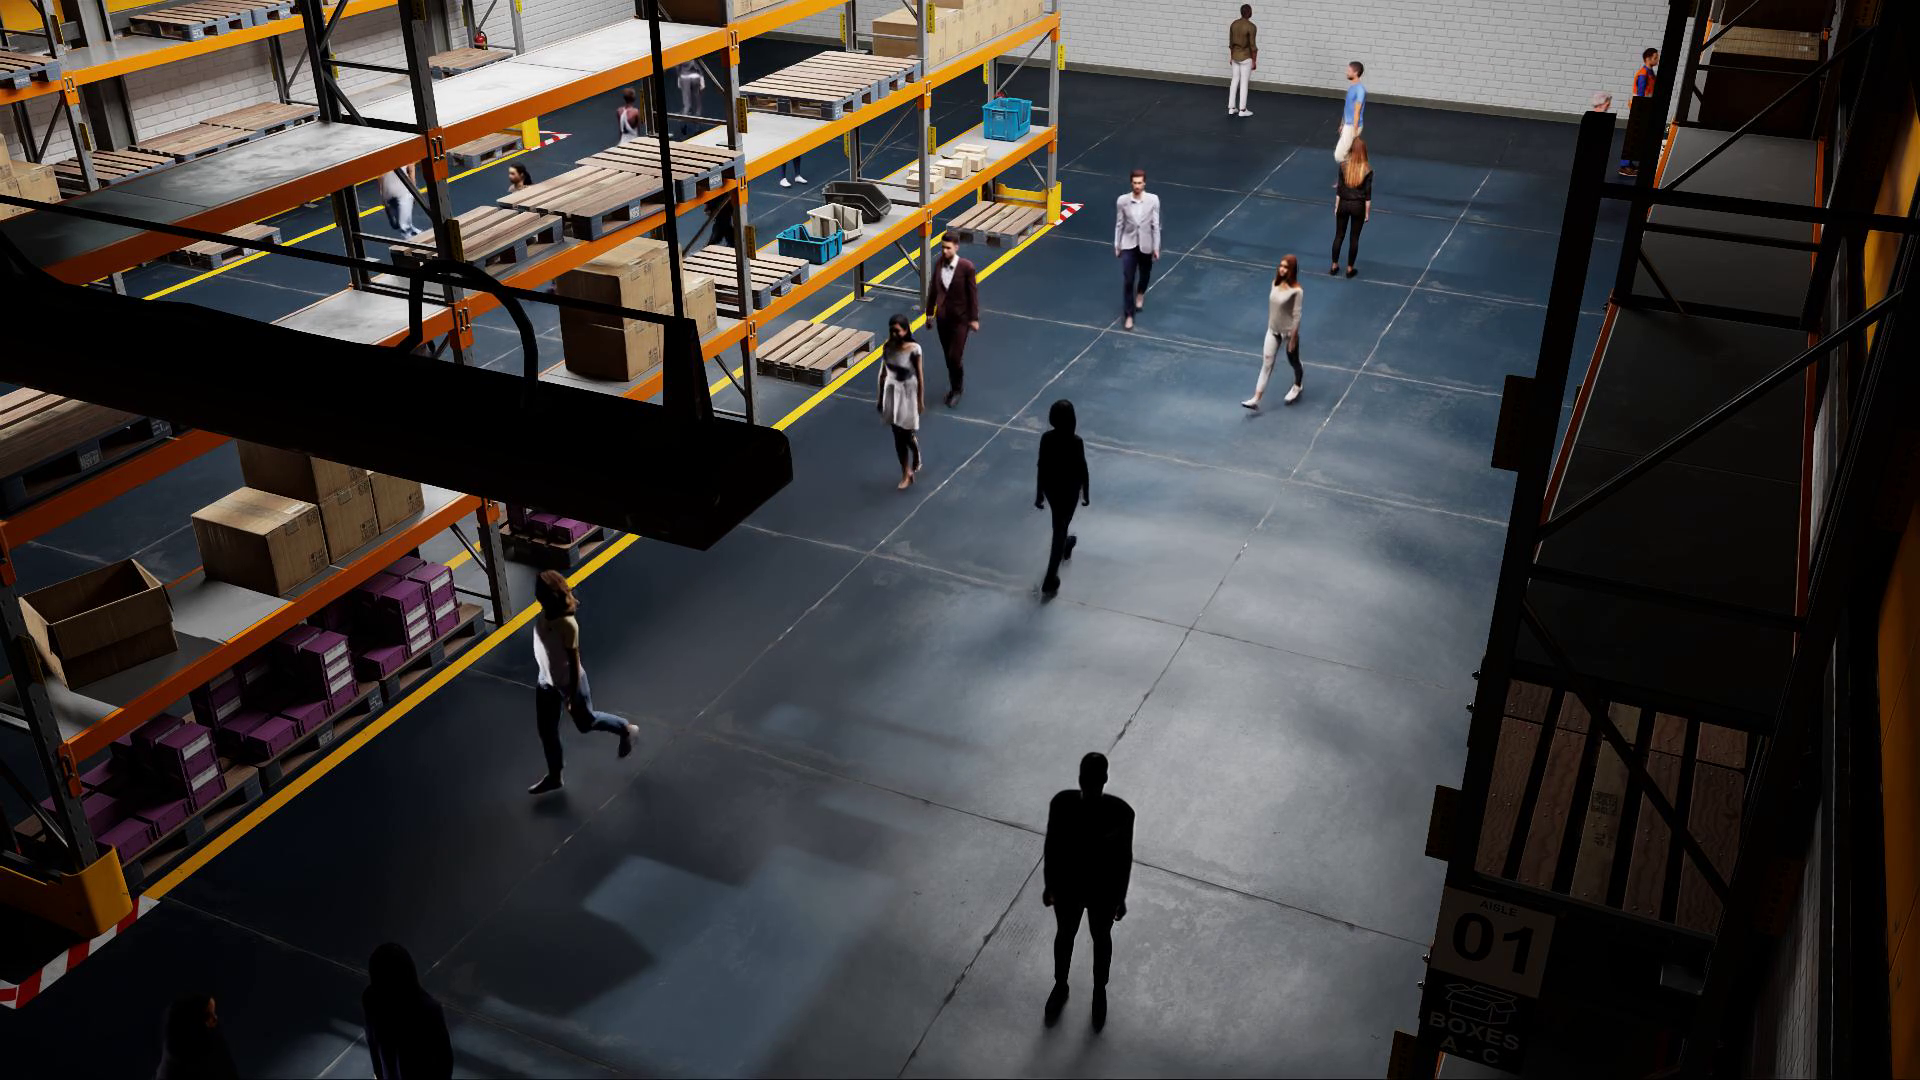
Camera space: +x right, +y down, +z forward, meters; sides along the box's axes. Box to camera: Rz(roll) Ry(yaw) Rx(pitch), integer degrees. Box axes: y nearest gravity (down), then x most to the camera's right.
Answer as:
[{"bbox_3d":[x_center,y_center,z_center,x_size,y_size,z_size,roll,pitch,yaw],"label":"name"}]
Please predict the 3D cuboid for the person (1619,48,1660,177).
[{"bbox_3d":[10.181,-6.428,24.910,0.754,1.864,0.555,15,32,26],"label":"person"}]

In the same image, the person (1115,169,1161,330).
[{"bbox_3d":[2.096,-3.463,19.530,0.952,1.811,1.268,2,29,4],"label":"person"}]

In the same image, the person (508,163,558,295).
[{"bbox_3d":[-5.174,-3.713,20.123,0.860,1.681,1.228,26,38,38],"label":"person"}]

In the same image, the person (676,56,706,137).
[{"bbox_3d":[-4.321,-7.282,26.582,0.724,1.763,0.899,5,29,8],"label":"person"}]

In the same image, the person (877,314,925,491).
[{"bbox_3d":[-0.503,-1.327,15.663,0.646,1.764,0.767,15,32,26],"label":"person"}]

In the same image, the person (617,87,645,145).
[{"bbox_3d":[-4.574,-5.331,23.011,0.649,1.756,0.930,9,30,16],"label":"person"}]

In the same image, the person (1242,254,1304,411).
[{"bbox_3d":[3.426,-2.165,17.301,1.246,1.667,0.927,-24,37,-37],"label":"person"}]

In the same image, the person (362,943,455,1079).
[{"bbox_3d":[-2.722,2.685,8.340,0.626,1.733,0.536,10,30,17],"label":"person"}]

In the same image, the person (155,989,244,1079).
[{"bbox_3d":[-3.737,2.855,8.161,0.823,1.606,0.781,3,29,5],"label":"person"}]

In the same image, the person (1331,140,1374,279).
[{"bbox_3d":[4.920,-4.168,20.929,0.600,1.709,0.546,15,32,25],"label":"person"}]

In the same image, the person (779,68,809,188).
[{"bbox_3d":[-2.511,-6.069,24.400,0.599,1.723,0.709,-21,35,-33],"label":"person"}]

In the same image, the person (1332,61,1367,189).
[{"bbox_3d":[5.764,-5.986,24.115,0.838,1.850,0.753,-1,29,-2],"label":"person"}]

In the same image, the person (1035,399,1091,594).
[{"bbox_3d":[0.827,-0.336,13.960,0.601,1.656,1.112,12,31,21],"label":"person"}]

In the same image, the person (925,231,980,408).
[{"bbox_3d":[-0.032,-2.367,17.477,0.744,1.852,0.726,16,32,27],"label":"person"}]

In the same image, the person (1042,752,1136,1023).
[{"bbox_3d":[0.726,1.983,9.558,0.706,1.800,0.643,5,29,10],"label":"person"}]

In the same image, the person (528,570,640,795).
[{"bbox_3d":[-2.656,0.964,11.537,1.185,1.694,0.889,-25,37,-37],"label":"person"}]

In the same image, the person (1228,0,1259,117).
[{"bbox_3d":[4.748,-8.079,27.977,0.743,1.825,0.794,-23,36,-35],"label":"person"}]
